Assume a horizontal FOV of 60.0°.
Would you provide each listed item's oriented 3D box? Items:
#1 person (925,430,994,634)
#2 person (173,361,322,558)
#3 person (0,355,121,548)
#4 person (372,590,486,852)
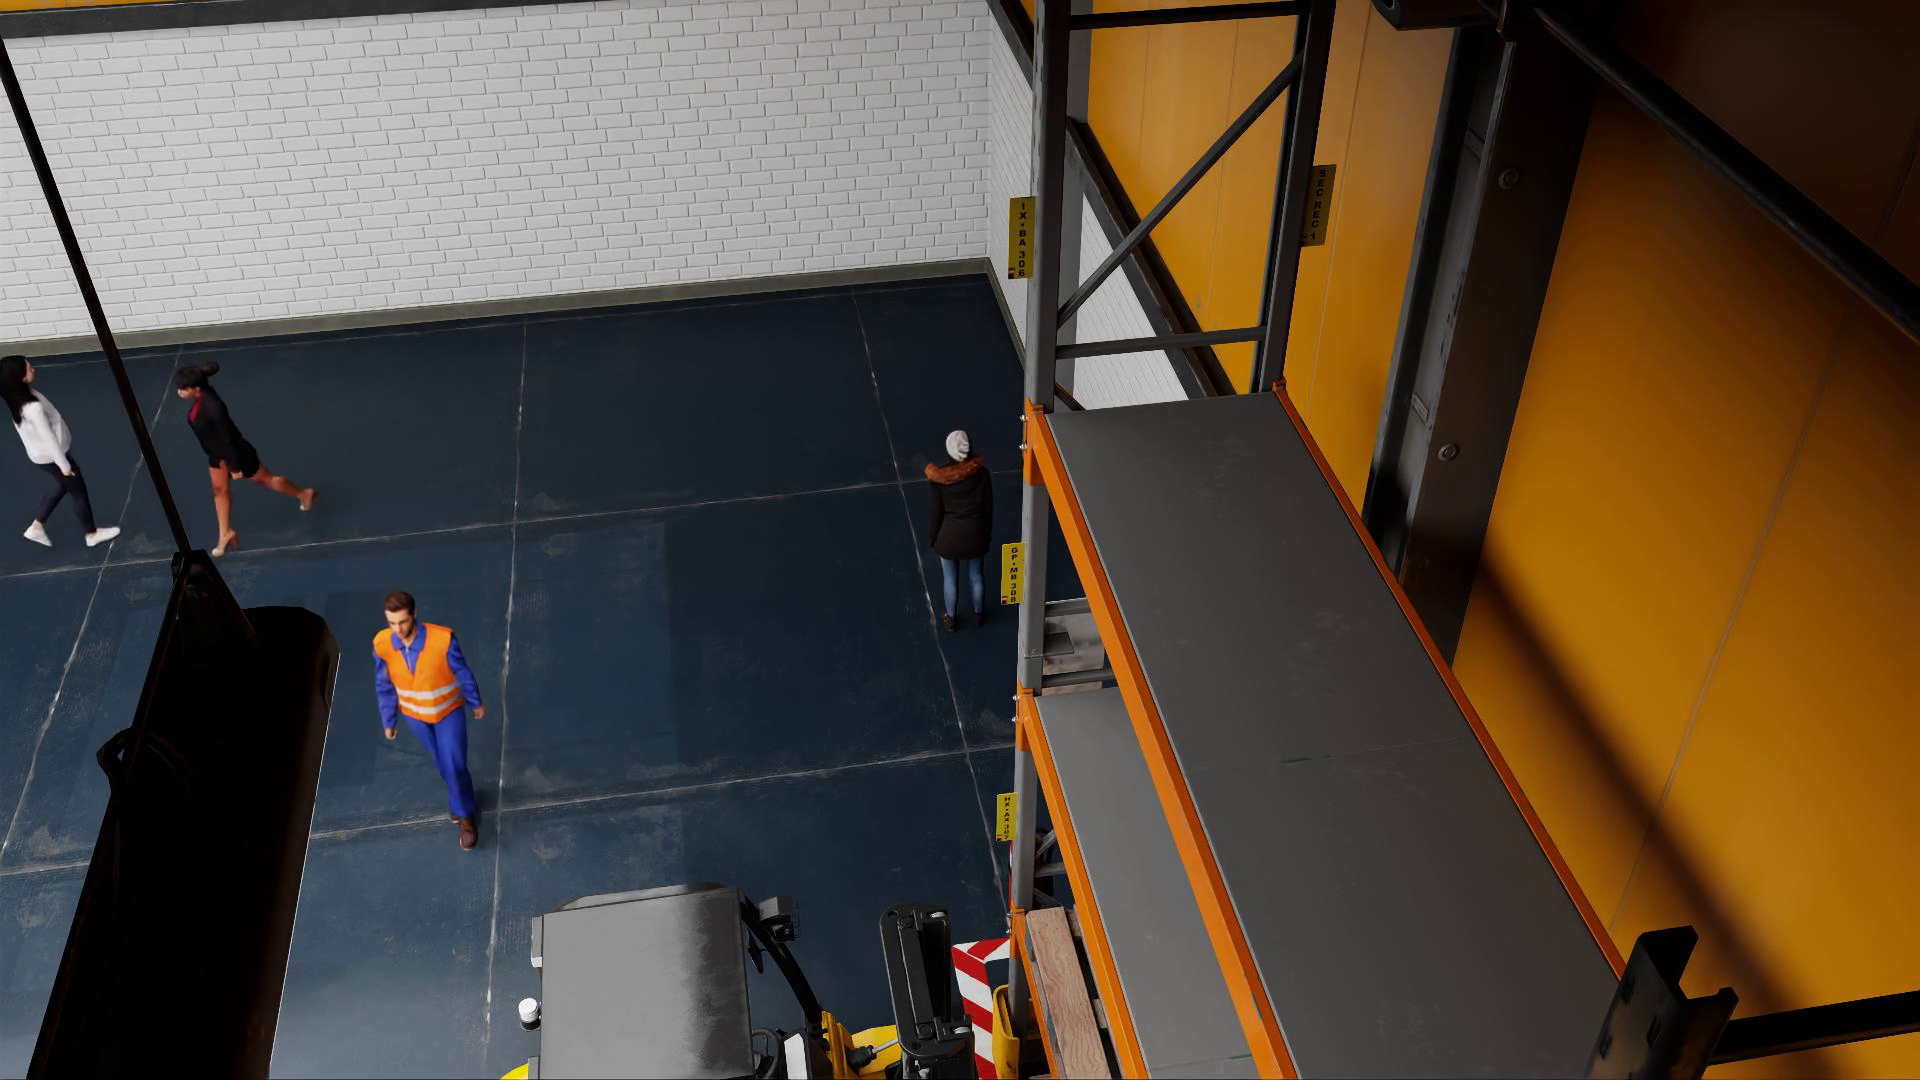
[{"bbox_3d":[0.011,-0.053,11.394,0.614,1.636,0.579,-5,39,-6],"label":"person"},{"bbox_3d":[-5.235,-0.637,12.170,1.032,1.579,1.099,-30,47,-32],"label":"person"},{"bbox_3d":[-6.655,-0.591,12.028,0.907,1.686,0.937,31,48,33],"label":"person"},{"bbox_3d":[-3.132,0.965,9.950,0.778,1.847,0.829,-1,39,-1],"label":"person"}]
